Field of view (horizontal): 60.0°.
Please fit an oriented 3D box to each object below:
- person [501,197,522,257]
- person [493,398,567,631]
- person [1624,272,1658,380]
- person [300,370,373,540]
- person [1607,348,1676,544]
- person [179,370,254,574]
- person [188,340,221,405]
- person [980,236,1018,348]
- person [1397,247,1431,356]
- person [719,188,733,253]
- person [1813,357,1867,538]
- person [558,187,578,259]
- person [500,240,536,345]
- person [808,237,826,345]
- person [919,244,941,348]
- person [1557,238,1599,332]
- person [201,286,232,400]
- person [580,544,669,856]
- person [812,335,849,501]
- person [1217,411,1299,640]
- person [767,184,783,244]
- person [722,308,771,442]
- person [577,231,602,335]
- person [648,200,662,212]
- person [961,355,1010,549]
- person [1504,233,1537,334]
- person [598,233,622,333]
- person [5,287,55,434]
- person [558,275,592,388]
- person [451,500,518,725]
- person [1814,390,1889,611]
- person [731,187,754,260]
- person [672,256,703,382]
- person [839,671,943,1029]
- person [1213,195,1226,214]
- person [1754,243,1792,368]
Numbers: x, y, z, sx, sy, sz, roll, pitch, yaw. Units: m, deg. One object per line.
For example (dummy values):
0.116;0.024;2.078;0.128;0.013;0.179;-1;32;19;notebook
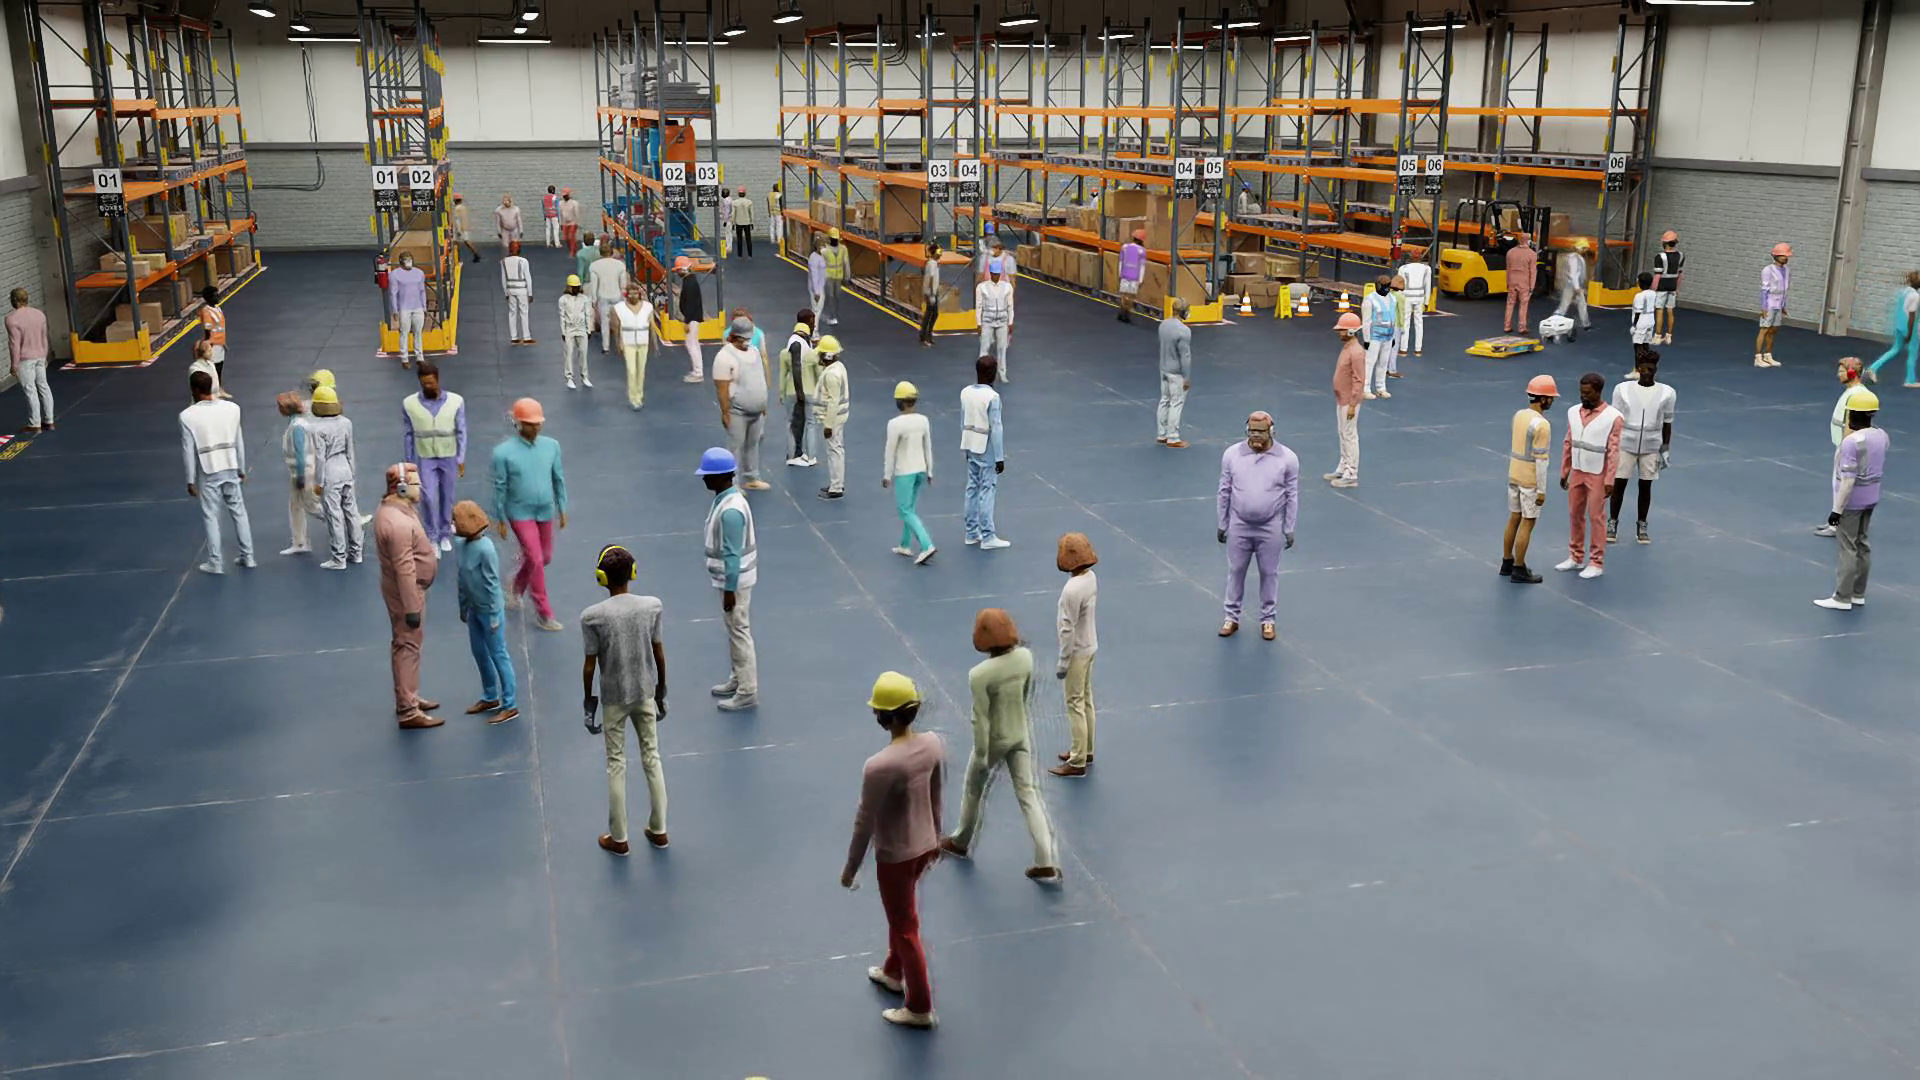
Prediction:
-12.087;-8.319;44.725;0.602;1.797;0.913;-11;18;-36;person
-3.659;-0.256;14.067;0.610;1.968;0.858;-14;20;-42;person
10.817;-3.395;26.374;0.533;1.696;0.318;-12;19;-38;person
-6.440;-0.856;16.805;0.580;1.706;0.943;7;16;23;person
6.774;-0.936;16.601;0.604;1.966;0.367;4;16;16;person
-6.974;-0.643;15.620;0.395;1.908;0.600;12;19;38;person
-8.818;-1.529;19.483;0.314;1.632;0.523;1;15;3;person
0.688;-4.503;29.882;0.716;2.000;0.653;7;17;25;person
7.807;-4.107;28.691;0.584;1.882;0.337;-1;15;-2;person
-6.745;-9.224;48.023;0.429;1.846;0.629;0;15;-1;person
8.998;-0.937;16.869;0.403;1.831;0.572;8;17;27;person
-10.837;-8.782;46.118;0.609;1.971;0.563;3;15;11;person
-7.967;-4.452;29.995;0.575;1.883;0.355;4;15;15;person
-2.568;-4.488;30.022;0.355;1.936;0.633;0;15;1;person
-0.542;-4.377;29.827;0.449;1.831;0.610;-1;15;-2;person
11.735;-4.814;31.523;0.907;1.785;0.599;12;19;38;person
-10.963;-2.881;24.462;0.321;1.690;0.612;-2;15;-6;person
-1.955;0.939;9.758;0.514;1.862;0.322;-8;17;-27;person
-1.437;-1.351;18.440;0.403;1.828;0.600;0;15;0;person
2.423;-0.117;13.635;0.651;1.906;0.402;4;15;16;person
-5.591;-9.959;50.820;0.630;1.837;0.429;11;18;36;person
-2.746;-2.059;21.171;0.579;1.781;0.941;6;16;21;person
-6.929;-4.842;31.380;0.381;1.930;0.625;14;20;42;person
-8.588;-8.792;46.815;0.575;1.612;0.398;-8;17;-28;person
0.222;-0.869;16.447;0.392;1.917;0.588;-11;18;-34;person
10.614;-4.844;31.449;0.402;1.899;0.633;-13;19;-39;person
-6.701;-4.886;31.639;0.651;1.885;0.597;2;15;8;person
-12.378;-2.384;22.105;0.365;1.939;0.636;3;15;12;person
-5.909;-3.211;25.601;0.484;1.739;0.319;-9;17;-31;person
-3.406;0.507;11.838;0.316;1.623;0.505;-13;20;-40;person
7.749;-0.343;14.443;0.591;1.925;0.385;-10;18;-32;person
-6.004;-8.745;45.930;0.612;1.994;0.394;-4;15;-13;person
-4.266;-3.467;26.115;0.455;1.969;0.623;-1;15;-5;person
-0.371;1.467;7.984;0.724;1.743;0.543;10;18;34;person
7.575;-9.377;49.045;0.507;1.609;0.638;-11;18;-36;person
13.478;-3.874;27.510;0.604;2.044;0.375;-9;17;-30;person
